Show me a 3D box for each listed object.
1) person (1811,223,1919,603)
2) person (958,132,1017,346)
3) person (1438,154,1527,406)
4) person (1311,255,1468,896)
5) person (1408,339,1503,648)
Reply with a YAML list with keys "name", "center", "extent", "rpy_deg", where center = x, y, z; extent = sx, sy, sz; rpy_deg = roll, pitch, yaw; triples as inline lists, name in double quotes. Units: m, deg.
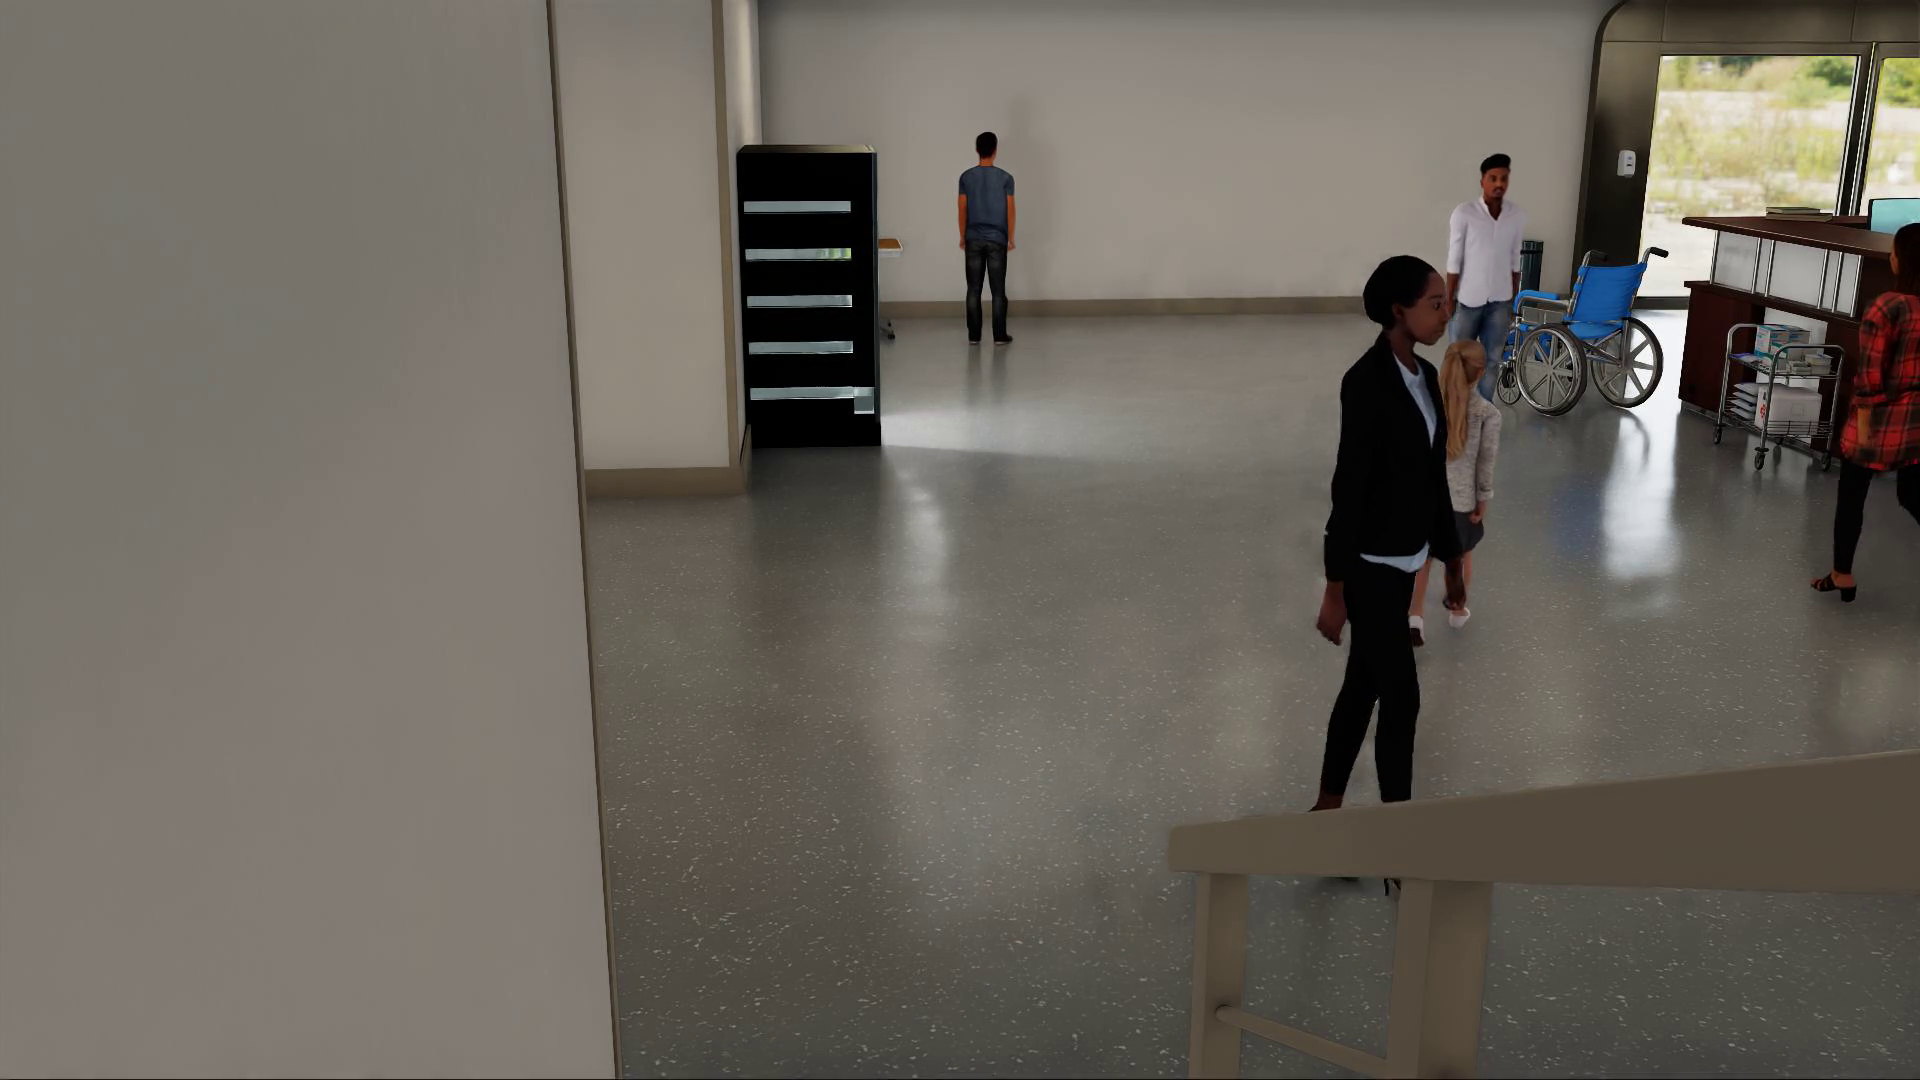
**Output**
- name: "person"
  center: [4.044, -0.471, 7.072]
  extent: [0.640, 1.678, 1.027]
  rpy_deg: [-2, 16, -9]
- name: "person"
  center: [0.228, -2.600, 14.380]
  extent: [0.705, 1.810, 0.648]
  rpy_deg: [3, 16, 11]
- name: "person"
  center: [3.395, -1.597, 10.862]
  extent: [0.709, 1.789, 1.040]
  rpy_deg: [0, 16, 0]
- name: "person"
  center: [1.114, 0.111, 4.734]
  extent: [0.915, 1.826, 0.856]
  rpy_deg: [12, 20, 37]
- name: "person"
  center: [1.981, -0.179, 6.796]
  extent: [0.758, 1.258, 0.933]
  rpy_deg: [7, 17, 22]
